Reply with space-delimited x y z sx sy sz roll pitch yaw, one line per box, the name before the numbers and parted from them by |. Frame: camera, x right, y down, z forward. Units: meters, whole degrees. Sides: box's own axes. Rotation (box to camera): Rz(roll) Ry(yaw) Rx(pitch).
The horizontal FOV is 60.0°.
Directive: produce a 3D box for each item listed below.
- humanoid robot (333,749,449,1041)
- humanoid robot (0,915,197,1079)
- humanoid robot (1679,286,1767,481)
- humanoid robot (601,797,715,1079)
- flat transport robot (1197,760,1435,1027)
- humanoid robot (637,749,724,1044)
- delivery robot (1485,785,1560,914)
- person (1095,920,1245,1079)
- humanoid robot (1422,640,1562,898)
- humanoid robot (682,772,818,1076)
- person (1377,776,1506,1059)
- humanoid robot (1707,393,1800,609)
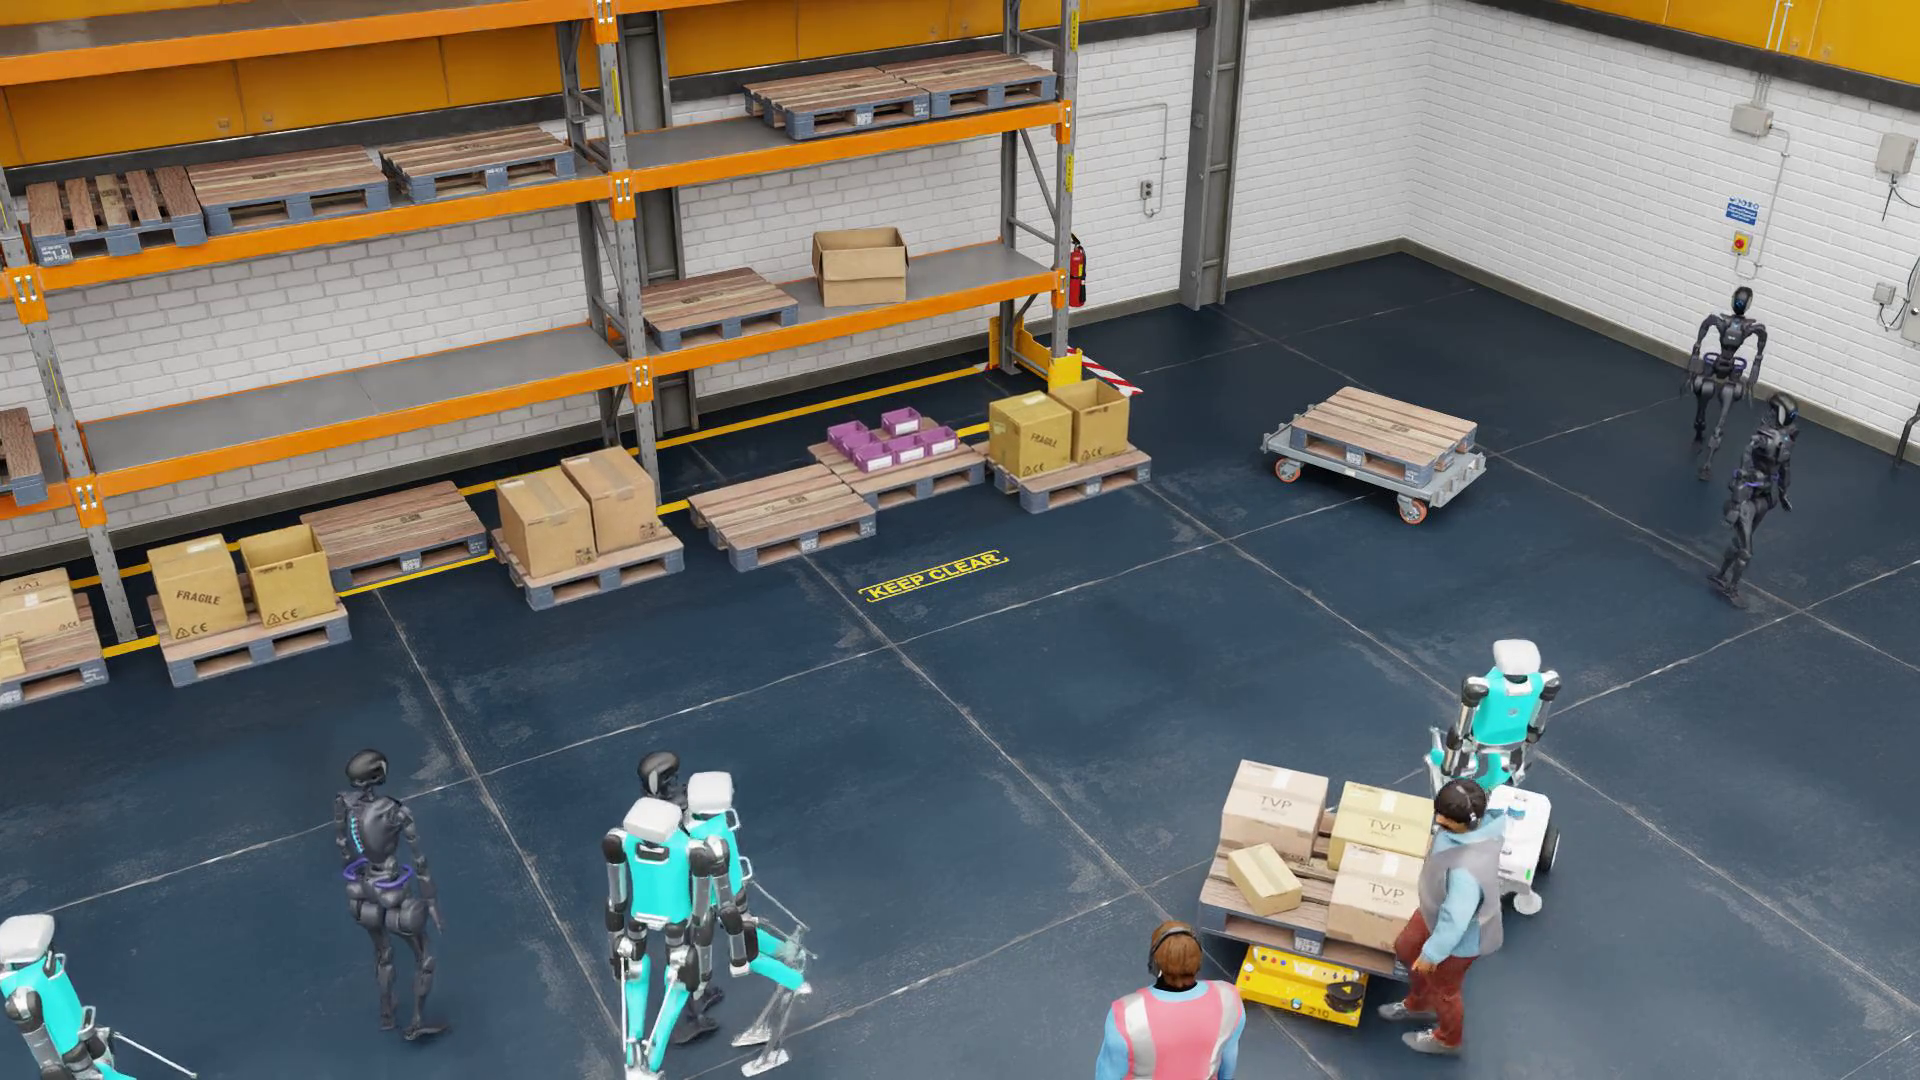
humanoid robot | -2.888 1.796 8.375 0.585 1.643 0.391 11 31 19
humanoid robot | -3.574 2.339 7.379 0.918 1.798 0.551 -10 31 -17
humanoid robot | 6.423 -1.370 14.026 0.591 1.632 0.784 13 32 22
humanoid robot | -1.448 2.073 7.750 0.537 1.720 0.750 5 30 9
flat transport robot | 2.011 2.085 9.283 0.659 0.231 1.431 10 31 18
humanoid robot | -1.440 1.773 8.413 0.389 1.633 0.598 -20 35 -31
delivery robot | 3.189 1.753 9.600 0.524 0.613 0.785 13 32 22
person | 0.871 2.390 7.161 0.634 1.831 0.429 -8 31 -15
humanoid robot | 2.918 1.163 9.411 0.534 1.713 0.956 -3 30 -5
humanoid robot | -0.959 1.854 8.161 0.687 1.750 0.532 -8 31 -14
person | 2.328 1.858 8.079 0.570 1.850 0.585 6 30 10
humanoid robot | 5.818 -0.309 12.099 0.601 1.641 0.581 -15 33 -24
